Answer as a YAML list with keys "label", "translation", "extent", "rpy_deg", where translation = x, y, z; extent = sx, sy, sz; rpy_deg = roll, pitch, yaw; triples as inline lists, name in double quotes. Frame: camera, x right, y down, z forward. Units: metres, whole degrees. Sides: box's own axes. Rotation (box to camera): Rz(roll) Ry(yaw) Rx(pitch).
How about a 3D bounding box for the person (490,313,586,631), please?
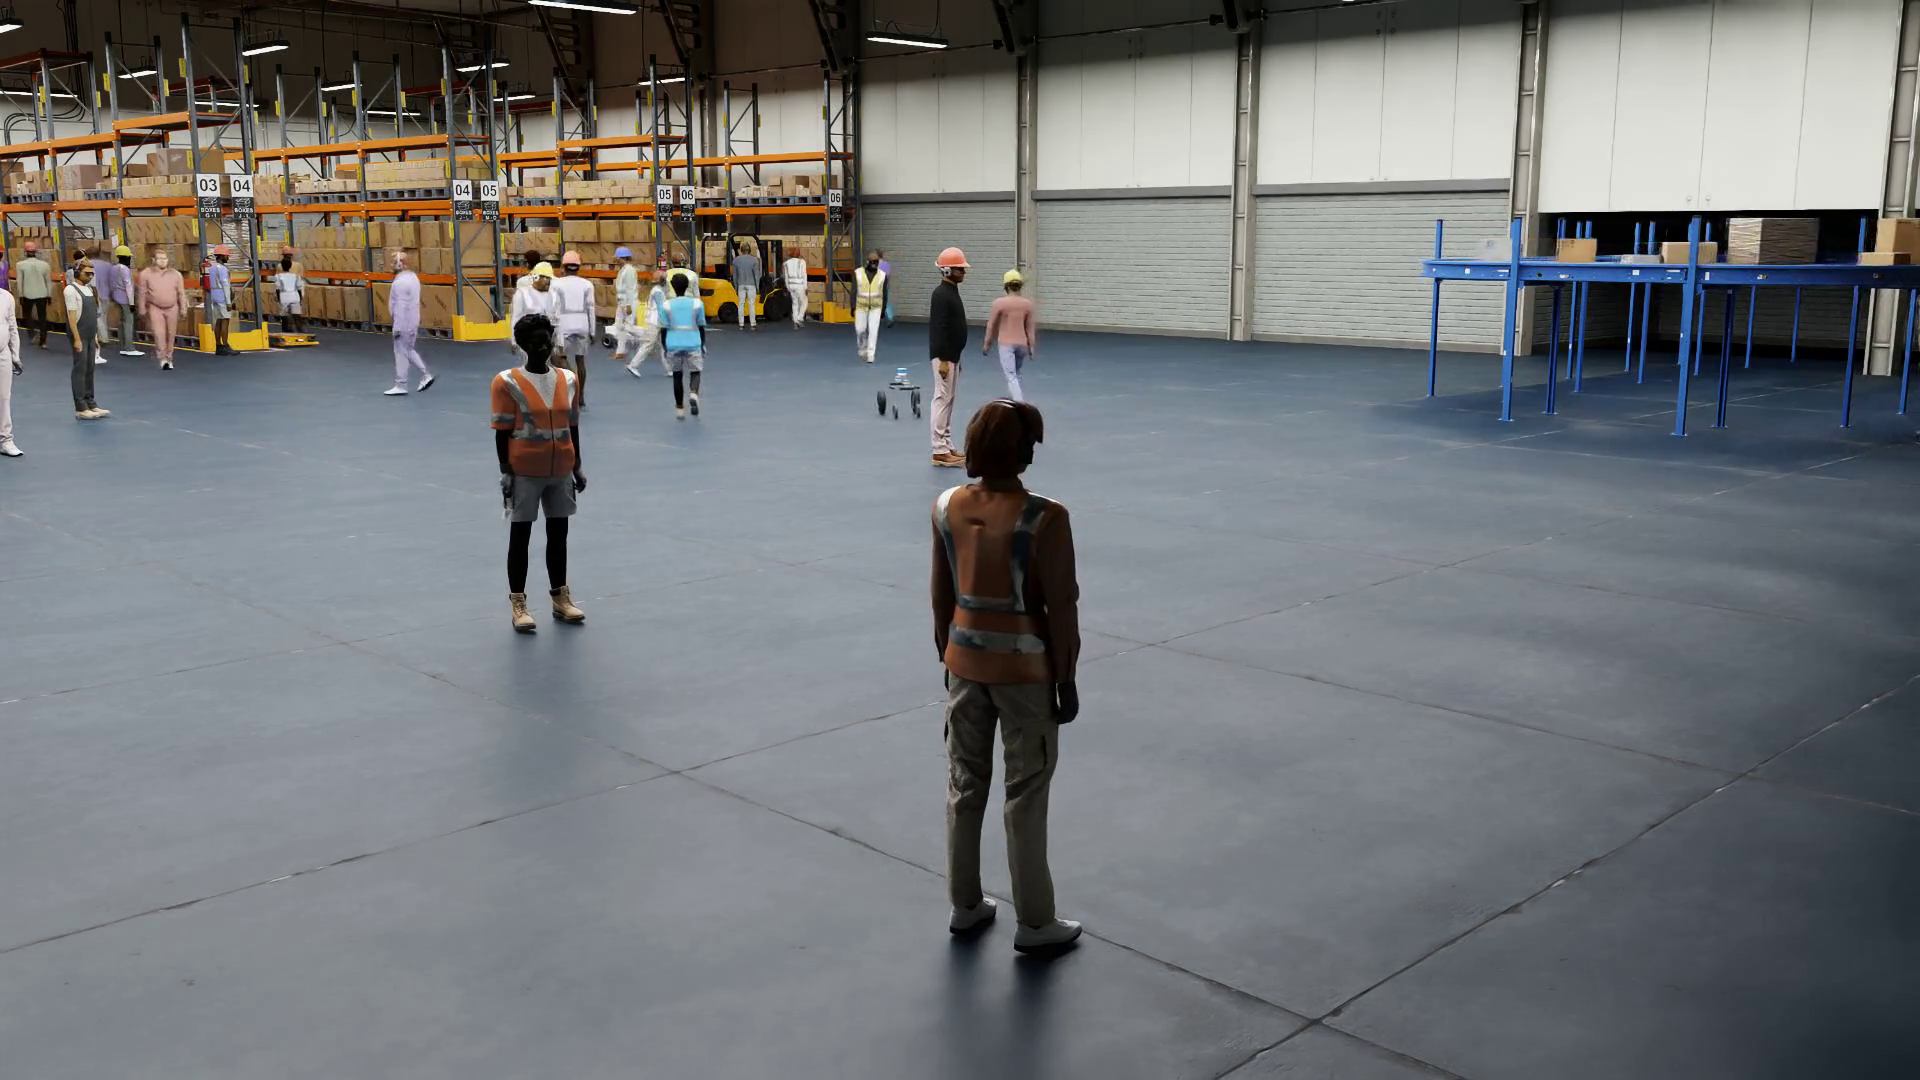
- label: "person"
  translation: [-2.270, -0.373, 9.003]
  extent: [0.532, 1.696, 0.319]
  rpy_deg: [-9, 14, -42]

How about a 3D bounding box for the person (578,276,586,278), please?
- label: "person"
  translation: [-10.376, -7.105, 45.613]
  extent: [0.483, 1.737, 0.320]
  rpy_deg: [4, 11, 19]

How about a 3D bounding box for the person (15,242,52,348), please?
- label: "person"
  translation: [-17.488, -4.628, 31.430]
  extent: [0.613, 1.978, 0.456]
  rpy_deg: [-10, 14, -42]

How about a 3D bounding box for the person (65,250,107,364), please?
- label: "person"
  translation: [-14.504, -3.858, 27.549]
  extent: [0.514, 1.865, 0.327]
  rpy_deg: [0, 10, -1]

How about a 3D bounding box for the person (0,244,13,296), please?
- label: "person"
  translation: [-20.703, -5.427, 35.909]
  extent: [0.377, 1.932, 0.551]
  rpy_deg: [4, 11, 20]

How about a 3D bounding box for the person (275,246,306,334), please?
- label: "person"
  translation: [-13.774, -5.101, 34.255]
  extent: [0.980, 1.895, 0.560]
  rpy_deg: [9, 13, 39]

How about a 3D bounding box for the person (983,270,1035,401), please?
- label: "person"
  translation: [0.581, -2.203, 18.933]
  extent: [0.539, 1.716, 0.926]
  rpy_deg: [-5, 12, -27]

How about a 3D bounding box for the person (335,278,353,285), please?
- label: "person"
  translation: [-16.145, -6.827, 43.403]
  extent: [0.608, 1.987, 0.391]
  rpy_deg: [-10, 14, -42]

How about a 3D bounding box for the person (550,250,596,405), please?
- label: "person"
  translation: [-4.823, -2.640, 20.747]
  extent: [0.572, 1.919, 0.471]
  rpy_deg: [-5, 12, -26]

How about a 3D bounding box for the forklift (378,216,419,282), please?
- label: "forklift"
  translation: [-17.868, -9.201, 54.028]
  extent: [1.873, 2.768, 1.129]
  rpy_deg: [-10, 14, -44]

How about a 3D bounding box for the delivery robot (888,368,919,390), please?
- label: "delivery robot"
  translation: [-0.689, -1.920, 19.702]
  extent: [0.335, 0.223, 0.698]
  rpy_deg: [-2, 11, -12]

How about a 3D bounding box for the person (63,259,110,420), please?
- label: "person"
  translation: [-10.163, -2.335, 19.316]
  extent: [0.351, 1.839, 0.507]
  rpy_deg: [0, 10, -2]

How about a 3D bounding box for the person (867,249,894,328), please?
- label: "person"
  translation: [-1.856, -5.822, 38.420]
  extent: [0.578, 1.810, 0.902]
  rpy_deg: [-7, 13, -35]

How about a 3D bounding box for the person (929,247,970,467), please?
- label: "person"
  translation: [-0.093, -1.701, 15.424]
  extent: [0.391, 1.995, 0.613]
  rpy_deg: [2, 11, 12]

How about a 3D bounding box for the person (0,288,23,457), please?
- label: "person"
  translation: [-9.276, -1.734, 15.849]
  extent: [0.401, 1.910, 0.641]
  rpy_deg: [9, 14, 40]

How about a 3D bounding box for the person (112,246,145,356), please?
- label: "person"
  translation: [-14.702, -4.217, 29.331]
  extent: [0.594, 1.925, 0.370]
  rpy_deg: [10, 14, 43]

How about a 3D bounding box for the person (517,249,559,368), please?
- label: "person"
  translation: [-5.767, -3.024, 22.860]
  extent: [0.607, 1.926, 0.982]
  rpy_deg: [-7, 13, -34]

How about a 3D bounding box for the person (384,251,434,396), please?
- label: "person"
  translation: [-7.407, -2.889, 22.173]
  extent: [0.494, 1.901, 0.691]
  rpy_deg: [0, 10, 0]

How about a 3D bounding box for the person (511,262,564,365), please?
- label: "person"
  translation: [-4.829, -2.305, 19.264]
  extent: [0.809, 1.793, 0.615]
  rpy_deg: [9, 14, 41]

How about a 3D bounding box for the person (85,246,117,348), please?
- label: "person"
  translation: [-16.401, -4.601, 31.521]
  extent: [1.001, 1.887, 0.653]
  rpy_deg: [8, 13, 38]

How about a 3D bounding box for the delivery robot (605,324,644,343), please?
- label: "delivery robot"
  translation: [-6.339, -3.942, 31.437]
  extent: [0.707, 0.478, 0.477]
  rpy_deg: [4, 11, 22]

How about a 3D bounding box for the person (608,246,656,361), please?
- label: "person"
  translation: [-5.577, -3.997, 28.140]
  extent: [0.729, 1.925, 0.617]
  rpy_deg: [-7, 12, -33]

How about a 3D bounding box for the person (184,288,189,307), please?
- label: "person"
  translation: [-19.937, -6.556, 42.313]
  extent: [0.857, 1.860, 0.591]
  rpy_deg: [8, 13, 36]

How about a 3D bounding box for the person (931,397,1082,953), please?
- label: "person"
  translation: [0.132, 0.401, 4.932]
  extent: [0.511, 1.643, 0.308]
  rpy_deg: [8, 13, 36]

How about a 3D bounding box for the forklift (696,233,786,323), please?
- label: "forklift"
  translation: [-5.496, -6.489, 41.108]
  extent: [2.313, 2.155, 1.214]
  rpy_deg: [-10, 14, -44]

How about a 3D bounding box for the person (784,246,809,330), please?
- label: "person"
  translation: [-3.662, -5.660, 37.361]
  extent: [0.608, 1.865, 0.421]
  rpy_deg: [6, 12, 28]

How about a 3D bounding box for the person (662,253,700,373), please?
- label: "person"
  translation: [-4.308, -3.498, 25.657]
  extent: [0.623, 1.840, 0.430]
  rpy_deg: [0, 10, 1]

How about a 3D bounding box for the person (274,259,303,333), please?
- label: "person"
  translation: [-13.196, -4.711, 32.766]
  extent: [0.541, 1.661, 0.865]
  rpy_deg: [-8, 13, -39]

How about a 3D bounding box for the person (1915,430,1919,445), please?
- label: "person"
  translation: [9.451, -1.736, 15.803]
  extent: [0.442, 1.926, 0.684]
  rpy_deg: [-3, 11, -15]

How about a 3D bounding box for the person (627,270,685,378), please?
- label: "person"
  translation: [-4.576, -3.223, 24.794]
  extent: [0.820, 1.597, 0.512]
  rpy_deg: [-1, 10, -3]

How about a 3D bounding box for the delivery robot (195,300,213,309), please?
- label: "delivery robot"
  translation: [-18.361, -5.606, 40.511]
  extent: [0.477, 0.478, 0.707]
  rpy_deg: [-9, 13, -39]

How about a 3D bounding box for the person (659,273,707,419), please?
- label: "person"
  translation: [-3.175, -2.217, 19.063]
  extent: [0.547, 1.683, 0.494]
  rpy_deg: [-2, 11, -10]

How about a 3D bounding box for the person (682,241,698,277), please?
- label: "person"
  translation: [-6.466, -6.099, 39.479]
  extent: [1.085, 1.981, 0.616]
  rpy_deg: [7, 12, 33]

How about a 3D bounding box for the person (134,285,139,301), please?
- label: "person"
  translation: [-20.967, -6.404, 42.063]
  extent: [0.507, 1.631, 0.273]
  rpy_deg: [-8, 13, -37]

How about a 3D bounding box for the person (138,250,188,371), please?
- label: "person"
  translation: [-12.434, -3.580, 26.021]
  extent: [0.676, 1.857, 0.976]
  rpy_deg: [-8, 13, -36]

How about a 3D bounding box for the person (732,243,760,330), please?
- label: "person"
  translation: [-4.784, -5.683, 37.296]
  extent: [0.630, 1.940, 0.372]
  rpy_deg: [2, 11, 11]

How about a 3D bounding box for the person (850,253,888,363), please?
- label: "person"
  translation: [-1.523, -3.894, 27.871]
  extent: [0.643, 1.821, 0.580]
  rpy_deg: [-1, 10, -6]

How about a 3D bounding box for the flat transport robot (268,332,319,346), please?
- label: "flat transport robot"
  translation: [-13.033, -3.892, 32.198]
  extent: [0.652, 0.197, 1.431]
  rpy_deg: [-10, 14, -43]

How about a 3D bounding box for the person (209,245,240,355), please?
- label: "person"
  translation: [-13.084, -4.261, 29.553]
  extent: [0.551, 1.933, 0.376]
  rpy_deg: [9, 14, 42]
